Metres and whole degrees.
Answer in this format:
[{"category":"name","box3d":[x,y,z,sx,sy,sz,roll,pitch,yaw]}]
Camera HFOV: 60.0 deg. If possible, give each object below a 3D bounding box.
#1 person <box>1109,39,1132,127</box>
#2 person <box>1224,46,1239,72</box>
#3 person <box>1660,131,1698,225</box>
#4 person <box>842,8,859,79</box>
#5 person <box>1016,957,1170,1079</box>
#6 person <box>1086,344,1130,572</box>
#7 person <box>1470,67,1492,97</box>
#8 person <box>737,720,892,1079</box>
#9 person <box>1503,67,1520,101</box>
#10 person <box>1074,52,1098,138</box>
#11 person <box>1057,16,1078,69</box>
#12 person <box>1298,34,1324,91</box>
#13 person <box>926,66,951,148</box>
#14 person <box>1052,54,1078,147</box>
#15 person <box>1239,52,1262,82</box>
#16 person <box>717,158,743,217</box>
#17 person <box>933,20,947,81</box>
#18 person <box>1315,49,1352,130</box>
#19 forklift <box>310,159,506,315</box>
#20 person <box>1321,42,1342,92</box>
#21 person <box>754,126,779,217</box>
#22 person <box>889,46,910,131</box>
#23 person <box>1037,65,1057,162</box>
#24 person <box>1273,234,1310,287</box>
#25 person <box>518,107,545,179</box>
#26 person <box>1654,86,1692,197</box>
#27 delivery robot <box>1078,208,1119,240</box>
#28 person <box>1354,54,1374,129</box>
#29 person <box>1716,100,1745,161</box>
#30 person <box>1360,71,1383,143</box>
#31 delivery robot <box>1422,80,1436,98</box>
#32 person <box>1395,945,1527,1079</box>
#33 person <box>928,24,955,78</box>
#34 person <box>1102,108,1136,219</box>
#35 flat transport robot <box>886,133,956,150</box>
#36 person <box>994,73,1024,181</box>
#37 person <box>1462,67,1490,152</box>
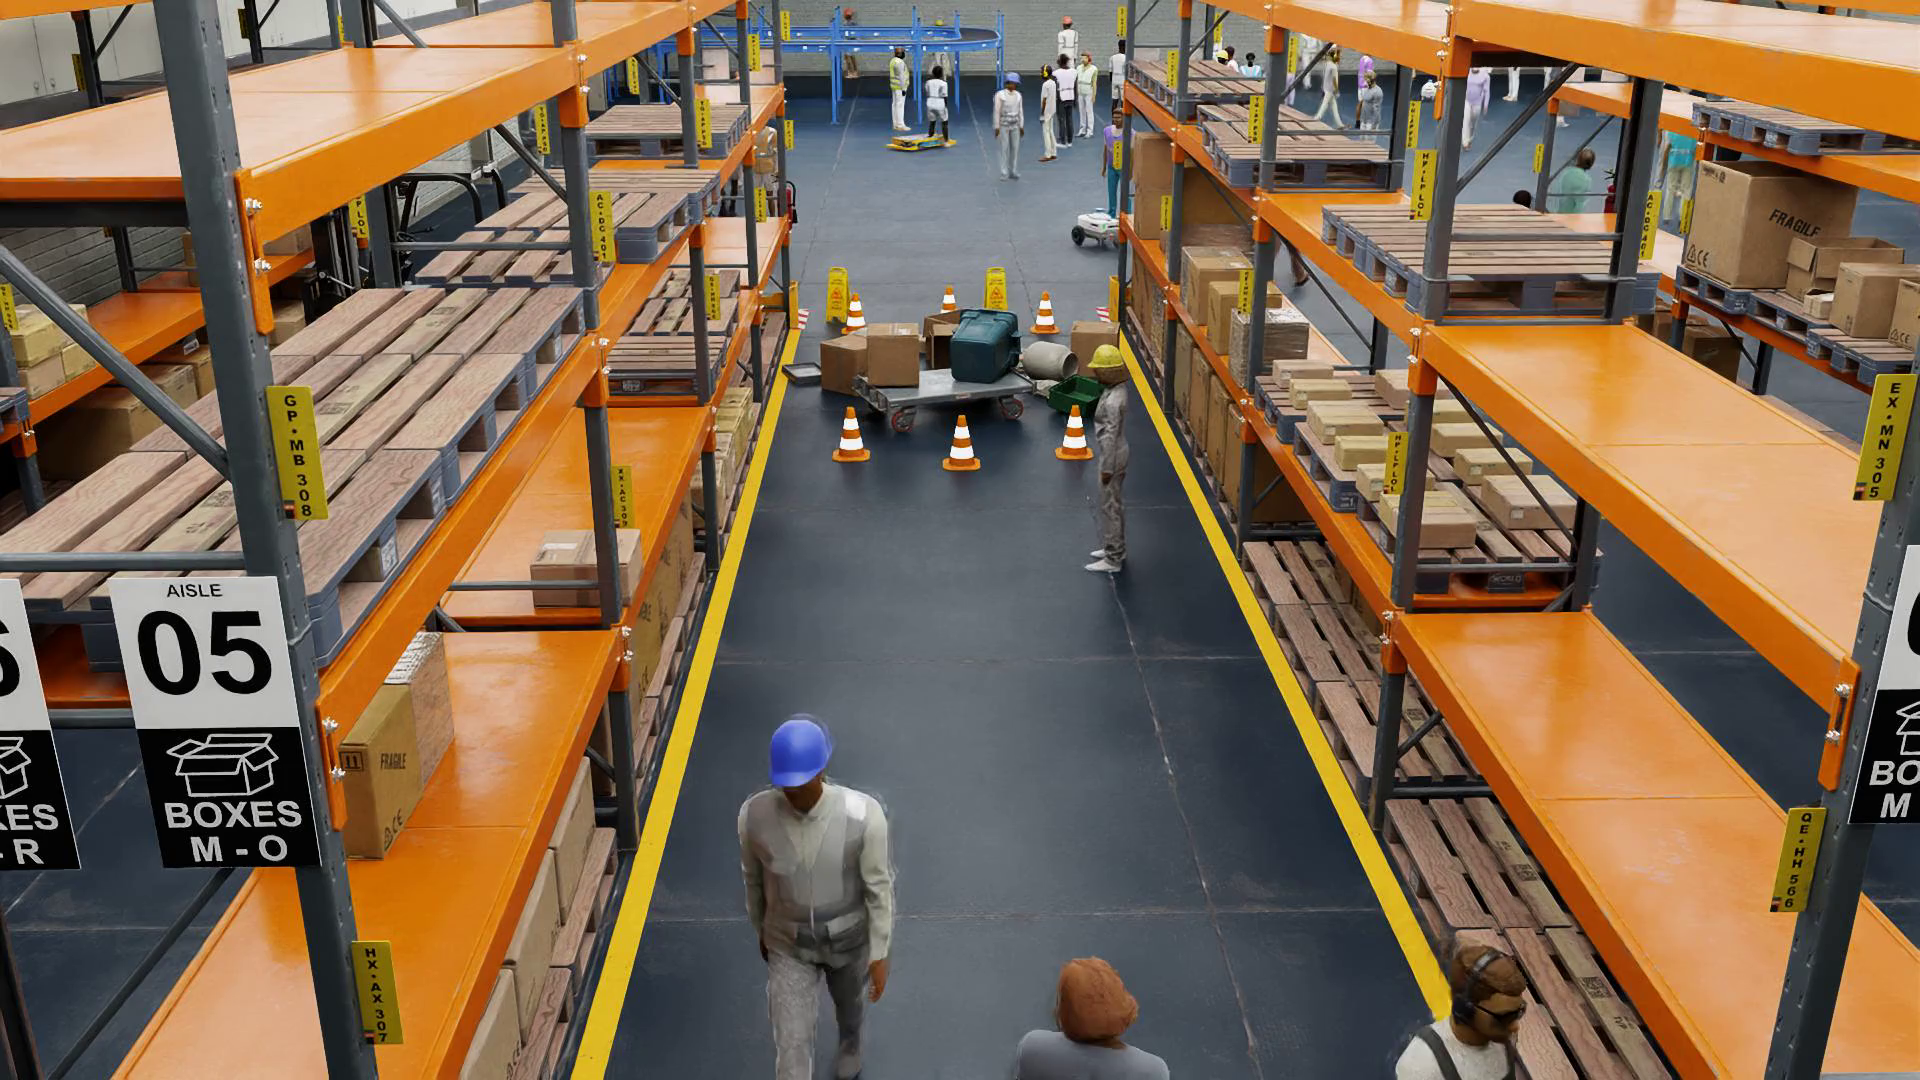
[{"category":"person","box3d":[3.689,-10.450,38.086,0.603,1.961,0.368,17,27,38]},{"category":"person","box3d":[6.013,-9.945,36.842,0.433,1.901,0.592,5,21,13]},{"category":"person","box3d":[11.365,-5.896,26.214,0.570,1.840,0.372,8,22,19]},{"category":"person","box3d":[-3.302,-14.626,49.041,0.702,2.018,0.610,-6,22,-16]},{"category":"person","box3d":[0.438,2.049,5.543,0.514,1.596,0.679,5,21,12]},{"category":"person","box3d":[1.098,-0.609,12.397,0.322,1.737,0.487,3,21,8]},{"category":"person","box3d":[13.032,-11.788,41.764,0.593,1.852,0.827,10,23,25]},{"category":"person","box3d":[-0.556,1.514,6.568,0.596,1.896,1.033,0,21,0]},{"category":"person","box3d":[14.507,-12.445,43.536,0.429,1.839,0.637,0,21,1]},{"category":"person","box3d":[2.769,-9.724,36.346,0.394,1.836,0.560,-17,27,-38]},{"category":"person","box3d":[2.873,-13.058,44.867,0.614,2.040,0.378,-12,24,-28]},{"category":"person","box3d":[9.696,-13.387,45.972,0.619,1.881,1.043,-2,21,-6]},{"category":"person","box3d":[-0.475,-9.037,34.740,0.543,1.683,0.352,11,23,27]},{"category":"person","box3d":[2.191,-9.217,34.920,0.625,1.901,0.425,-14,25,-33]},{"category":"person","box3d":[6.606,-10.276,38.009,0.537,1.685,0.325,2,21,4]},{"category":"person","box3d":[-3.714,-6.143,26.788,0.577,1.904,0.648,-4,21,-11]},{"category":"person","box3d":[-0.598,-14.239,48.405,0.486,1.744,0.294,-17,26,-37]},{"category":"person","box3d":[8.337,-10.007,37.106,0.958,1.821,0.550,1,21,3]},{"category":"forklift","box3d":[-5.622,-2.910,17.832,2.313,2.155,1.214,-1,21,-1]},{"category":"person","box3d":[10.248,-13.258,45.667,0.373,1.843,0.571,-10,23,-24]},{"category":"person","box3d":[-3.046,-5.693,25.543,0.552,1.937,0.356,2,21,6]},{"category":"person","box3d":[-1.358,-10.205,37.604,0.430,1.845,0.619,-8,22,-21]},{"category":"person","box3d":[1.733,-8.449,32.949,0.334,1.859,0.500,9,23,23]},{"category":"person","box3d":[4.252,-4.134,21.558,0.656,1.839,1.060,14,25,33]},{"category":"person","box3d":[-7.366,-6.871,28.805,0.600,1.830,0.403,16,26,37]},{"category":"person","box3d":[12.416,-6.964,28.761,0.684,2.000,0.538,5,21,12]},{"category":"delivery robot","box3d":[2.060,-4.670,24.633,0.477,0.478,0.707,-12,24,-29]},{"category":"person","box3d":[9.235,-10.315,37.764,0.362,1.934,0.551,-4,21,-10]},{"category":"person","box3d":[11.896,-5.804,25.756,0.380,1.996,0.608,7,22,19]},{"category":"person","box3d":[7.629,-7.756,31.019,0.389,1.927,0.639,-4,21,-10]},{"category":"delivery robot","box3d":[12.232,-11.741,43.324,0.477,0.478,0.707,7,22,17]},{"category":"person","box3d":[1.502,2.044,5.273,0.518,1.816,0.857,-13,24,-30]},{"category":"person","box3d":[-0.566,-14.489,49.282,0.888,1.580,0.514,-10,23,-25]},{"category":"person","box3d":[2.503,-5.846,26.100,0.562,1.836,0.393,15,26,35]},{"category":"flat transport robot","box3d":[-0.816,-8.373,34.948,0.652,0.197,1.431,19,28,41]},{"category":"person","box3d":[0.883,-7.593,30.605,0.670,1.918,0.397,-14,25,-33]},{"category":"person","box3d":[10.630,-9.055,34.504,0.638,1.900,1.001,6,21,14]}]
